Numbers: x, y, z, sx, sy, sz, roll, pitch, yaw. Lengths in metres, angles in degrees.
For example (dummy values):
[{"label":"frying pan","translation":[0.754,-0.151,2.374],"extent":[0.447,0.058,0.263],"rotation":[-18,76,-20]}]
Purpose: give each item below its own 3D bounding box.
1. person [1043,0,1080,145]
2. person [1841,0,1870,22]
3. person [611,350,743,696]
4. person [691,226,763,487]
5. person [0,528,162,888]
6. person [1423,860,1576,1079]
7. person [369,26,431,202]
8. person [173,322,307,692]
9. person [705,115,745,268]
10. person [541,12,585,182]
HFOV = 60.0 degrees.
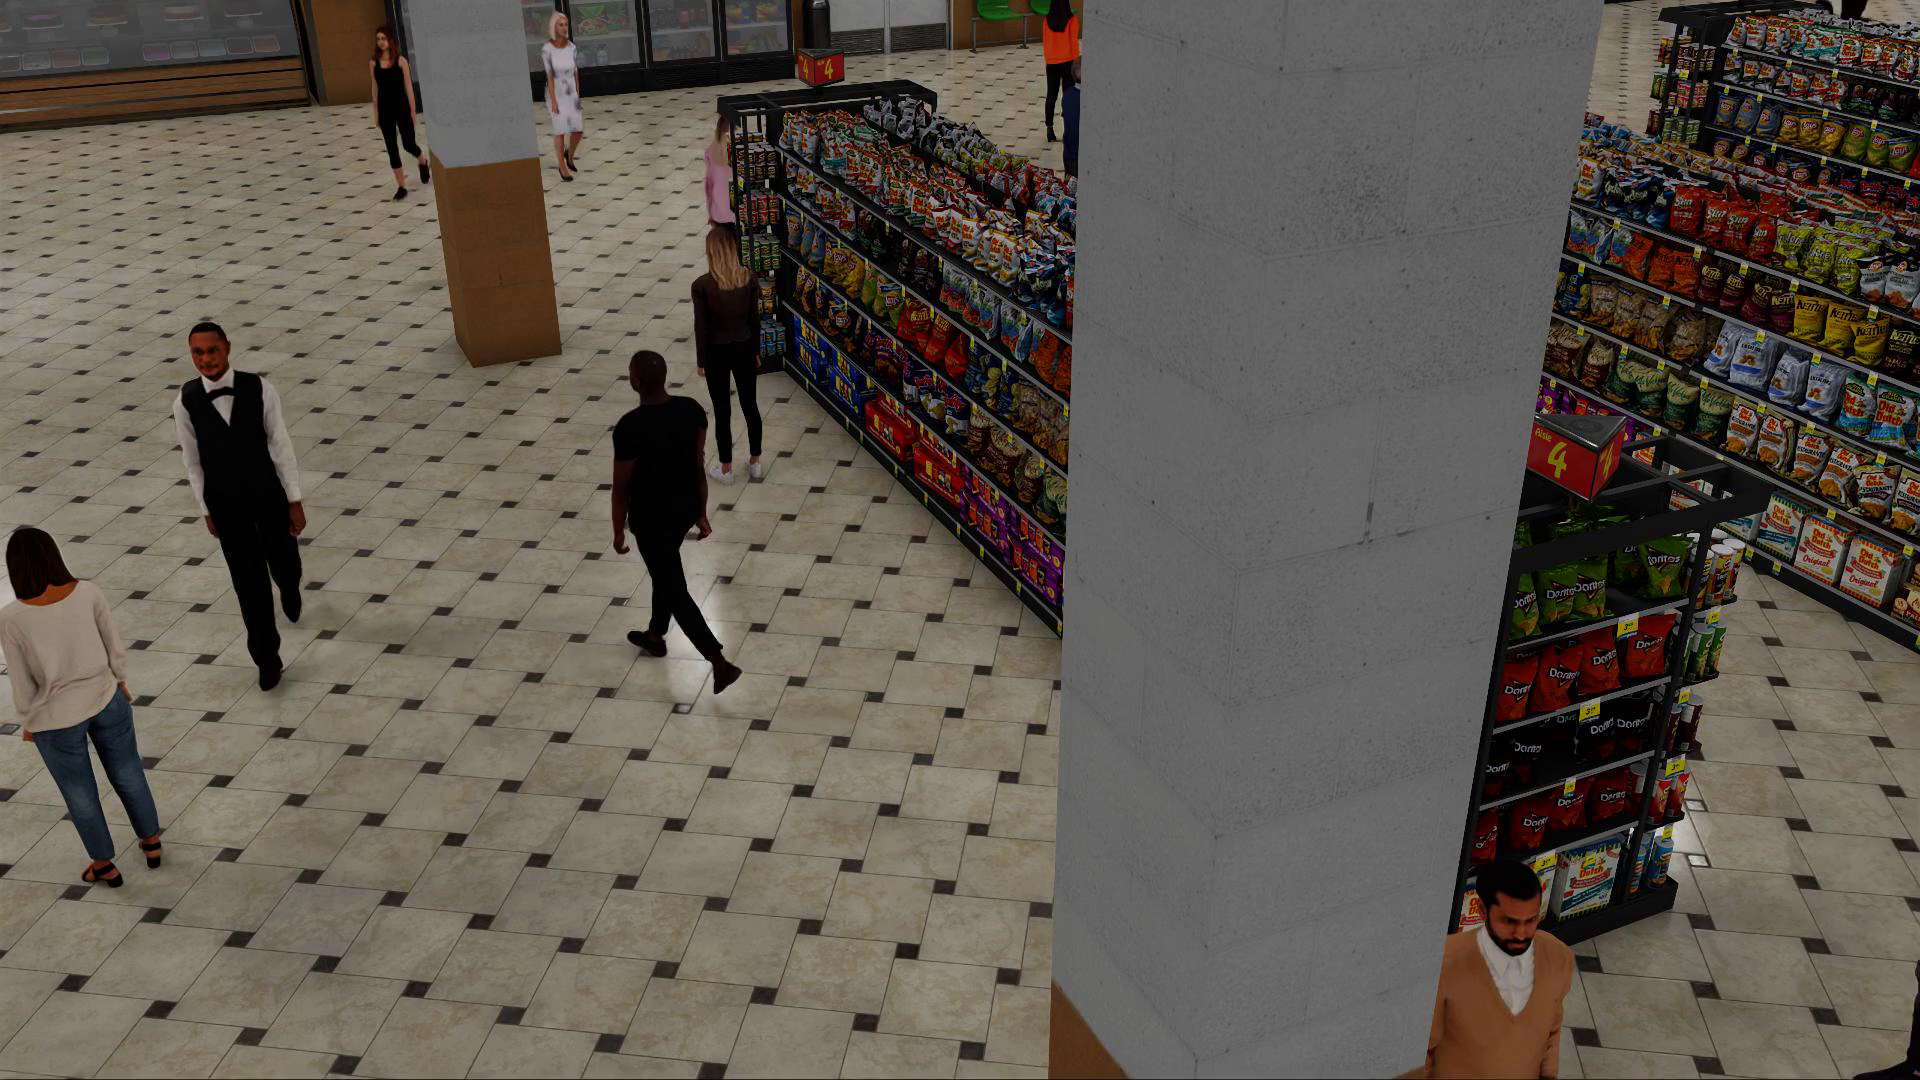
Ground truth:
[{"label":"person","translation":[1.153,-5.425,19.003],"extent":[0.664,1.748,0.769],"rotation":[17,32,30]},{"label":"person","translation":[12.897,-7.841,23.762],"extent":[0.713,1.753,0.682],"rotation":[-20,33,-34]},{"label":"person","translation":[-1.423,-0.048,8.368],"extent":[0.950,1.779,1.305],"rotation":[-24,36,-39]},{"label":"person","translation":[-1.477,-1.179,10.679],"extent":[0.613,1.705,0.526],"rotation":[-15,30,-27]},{"label":"person","translation":[-3.701,0.711,6.978],"extent":[0.671,1.682,0.695],"rotation":[23,35,37]},{"label":"person","translation":[1.534,1.683,4.979],"extent":[0.721,1.755,0.674],"rotation":[-5,27,-9]},{"label":"person","translation":[-5.707,-4.353,16.931],"extent":[0.809,1.711,0.946],"rotation":[2,27,5]},{"label":"person","translation":[-3.665,-0.238,8.621],"extent":[0.724,1.888,1.191],"rotation":[-10,29,-19]},{"label":"person","translation":[-1.895,-2.627,13.568],"extent":[0.699,1.675,0.774],"rotation":[12,29,23]},{"label":"person","translation":[-4.245,-4.682,17.553],"extent":[0.666,1.734,0.714],"rotation":[-21,34,-35]}]
